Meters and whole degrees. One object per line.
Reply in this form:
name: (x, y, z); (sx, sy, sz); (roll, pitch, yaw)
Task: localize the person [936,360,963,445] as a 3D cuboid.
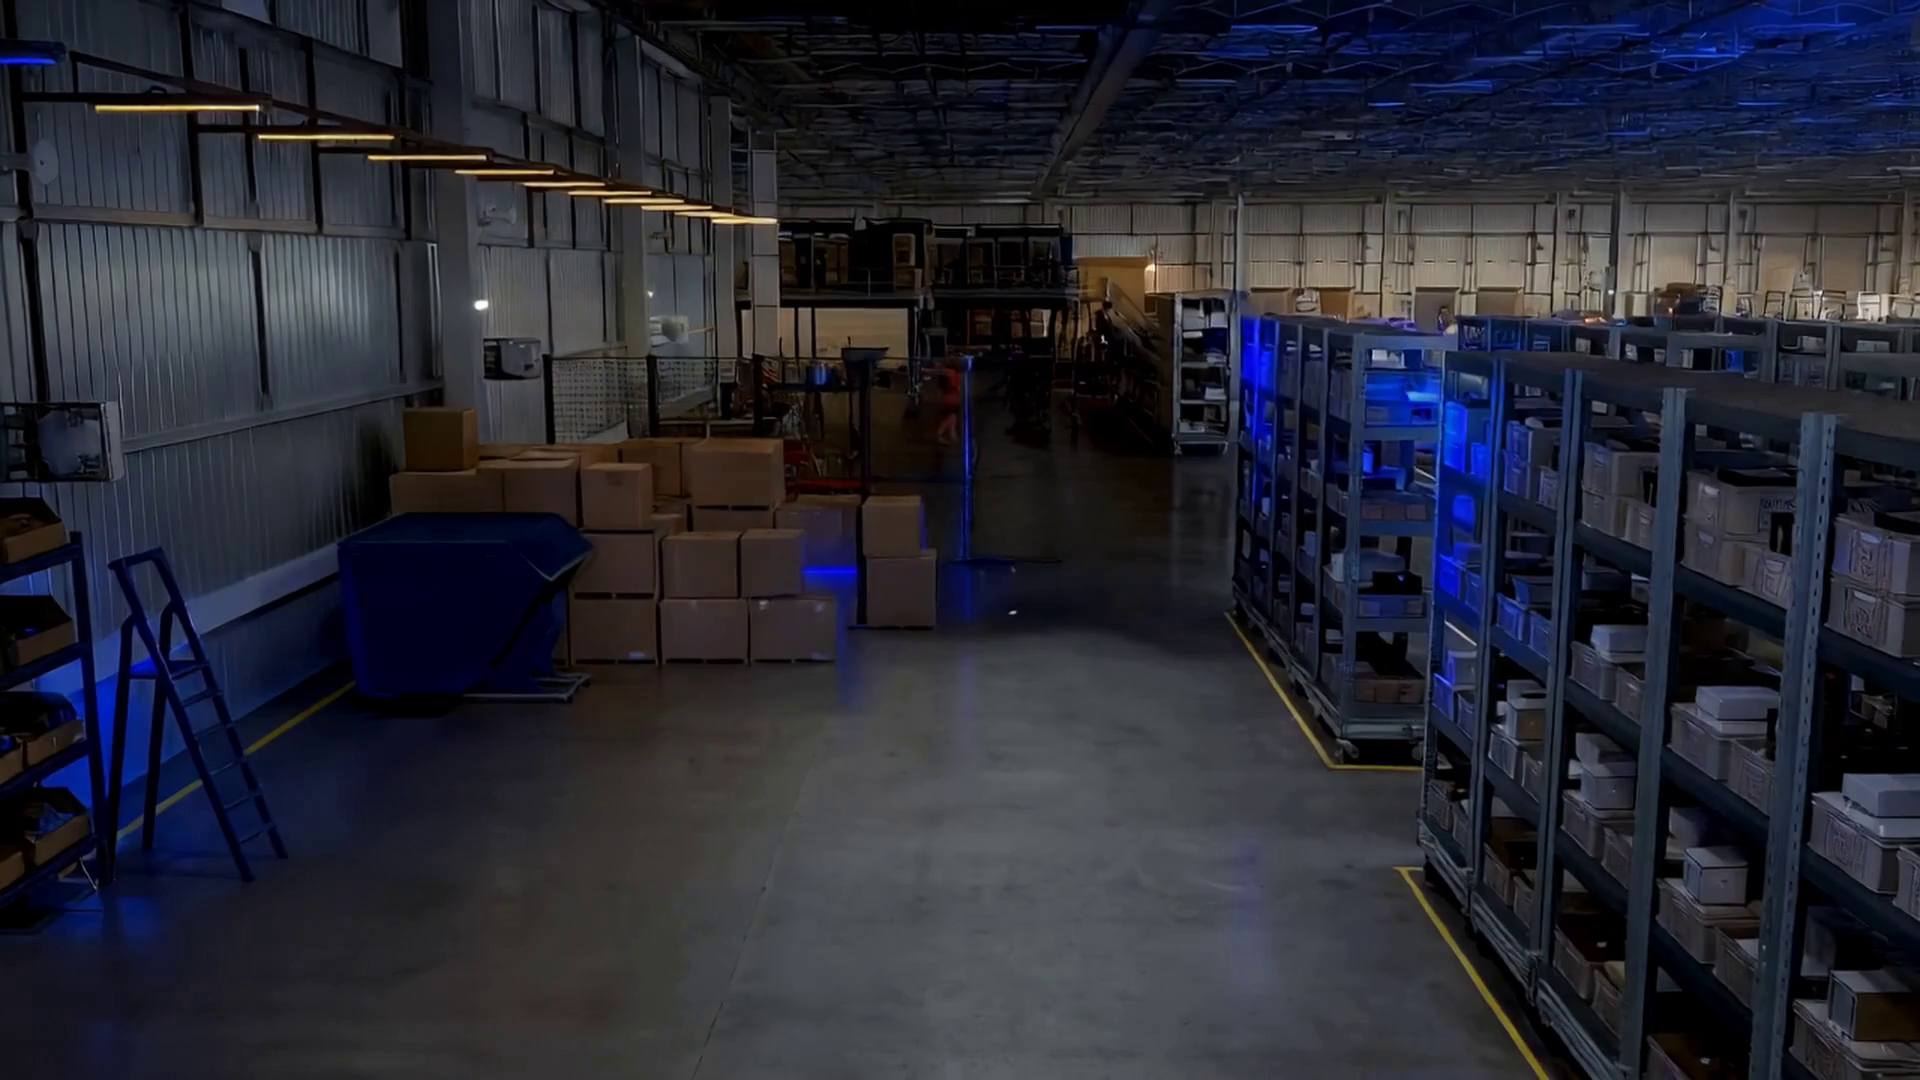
person: (-0.249, -3.235, 39.188); (0.621, 2.022, 0.868); (-9, 13, -44)

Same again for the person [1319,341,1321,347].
person: (14.317, -7.389, 65.044); (0.548, 1.937, 0.379); (-1, 9, -4)

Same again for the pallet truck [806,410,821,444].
pallet truck: (-3.559, -2.018, 33.905); (1.522, 1.261, 0.704); (0, 9, -1)

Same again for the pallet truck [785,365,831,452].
pallet truck: (-3.774, -2.976, 37.635); (1.885, 1.965, 0.823); (1, 9, 5)

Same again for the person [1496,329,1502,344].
person: (24.844, -9.304, 77.193); (0.583, 1.825, 0.519); (-4, 10, -24)

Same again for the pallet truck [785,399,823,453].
pallet truck: (-3.814, -2.432, 36.419); (1.630, 1.274, 0.653); (0, 9, 1)

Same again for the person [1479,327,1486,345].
person: (24.545, -9.493, 78.020); (0.372, 1.940, 0.630); (8, 12, 42)

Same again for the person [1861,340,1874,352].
person: (32.518, -6.503, 59.576); (0.543, 1.939, 0.360); (-3, 10, -20)

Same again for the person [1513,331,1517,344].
person: (20.015, -6.545, 59.750); (0.367, 1.966, 0.603); (-4, 10, -22)

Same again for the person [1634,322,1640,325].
person: (29.063, -8.412, 71.413); (0.393, 1.920, 0.587); (2, 9, 12)

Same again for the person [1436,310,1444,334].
person: (26.389, -11.675, 91.453); (0.386, 1.948, 0.601); (-1, 9, -4)

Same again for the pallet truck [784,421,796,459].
pallet truck: (-4.013, -1.793, 32.705); (1.601, 1.201, 0.680); (0, 9, 1)

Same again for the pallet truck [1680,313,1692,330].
pallet truck: (36.315, -10.531, 84.244); (0.823, 1.965, 1.885); (-6, 11, -33)

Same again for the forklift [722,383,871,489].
forklift: (-2.893, -1.687, 28.729); (2.680, 1.987, 1.157); (0, 9, -1)

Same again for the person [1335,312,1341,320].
person: (21.210, -11.983, 93.781); (0.801, 1.813, 0.624); (3, 10, 19)

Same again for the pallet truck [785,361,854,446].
pallet truck: (-3.410, -3.193, 38.978); (1.885, 1.965, 0.823); (0, 9, -1)

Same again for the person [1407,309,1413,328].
person: (25.595, -12.175, 94.640); (0.398, 1.918, 0.587); (6, 11, 31)

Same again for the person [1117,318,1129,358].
person: (7.661, -9.470, 78.044); (0.584, 1.883, 0.345); (3, 10, 19)

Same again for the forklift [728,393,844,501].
forklift: (-2.979, -1.316, 26.476); (2.680, 1.987, 1.157); (0, 9, 1)
